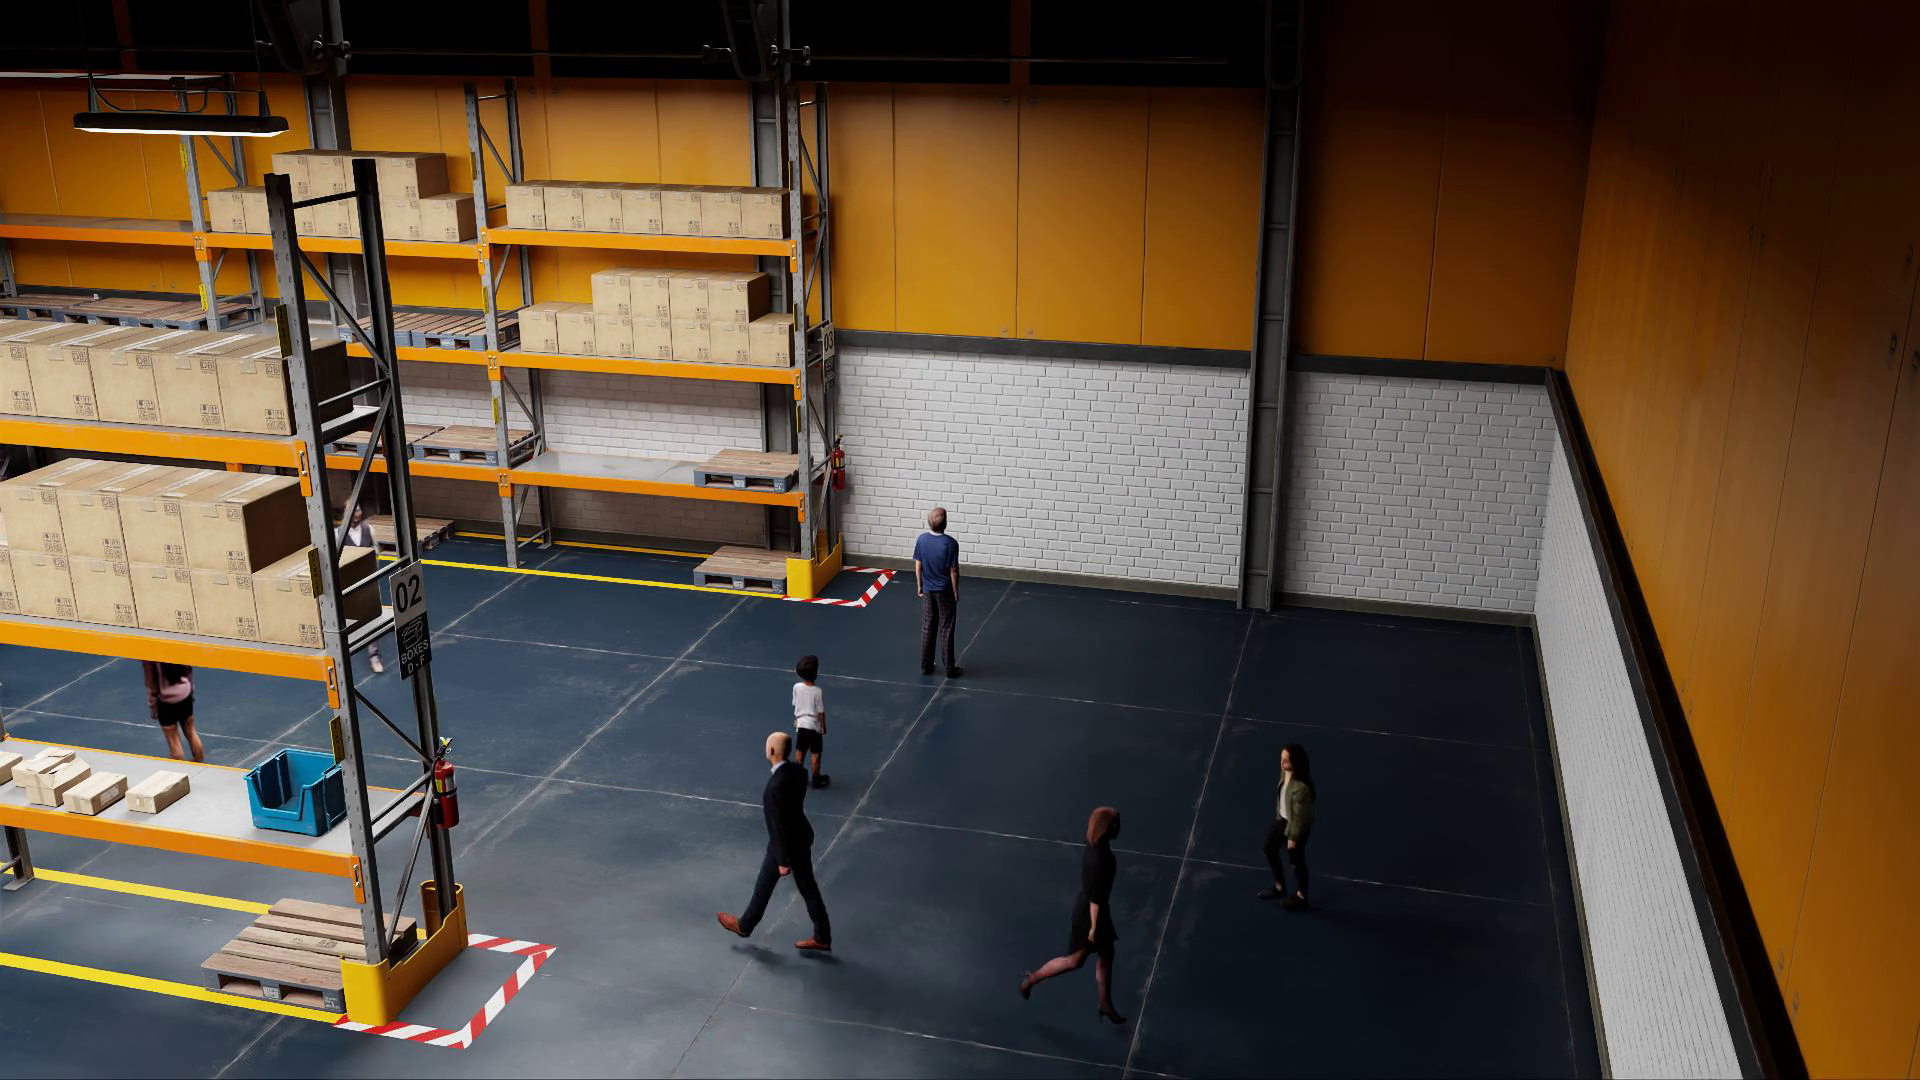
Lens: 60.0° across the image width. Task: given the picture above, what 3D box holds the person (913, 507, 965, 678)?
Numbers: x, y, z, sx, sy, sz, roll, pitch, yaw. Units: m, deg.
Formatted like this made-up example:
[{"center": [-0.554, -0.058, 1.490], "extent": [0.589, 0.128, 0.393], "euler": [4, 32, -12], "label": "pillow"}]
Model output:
[{"center": [-0.227, 0.546, 17.743], "extent": [0.540, 1.871, 0.755], "euler": [8, 20, 23], "label": "person"}]

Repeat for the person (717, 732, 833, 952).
[{"center": [-1.214, 2.338, 12.611], "extent": [1.179, 1.750, 0.770], "euler": [6, 19, 17], "label": "person"}]

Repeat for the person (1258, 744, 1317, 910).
[{"center": [2.721, 2.275, 13.252], "extent": [0.746, 1.460, 0.711], "euler": [-4, 19, -11], "label": "person"}]

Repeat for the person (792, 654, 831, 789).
[{"center": [-1.395, 1.673, 15.365], "extent": [0.468, 1.253, 0.590], "euler": [10, 21, 27], "label": "person"}]

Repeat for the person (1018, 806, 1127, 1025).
[{"center": [0.839, 2.669, 11.756], "extent": [1.052, 1.669, 0.714], "euler": [3, 19, 8], "label": "person"}]

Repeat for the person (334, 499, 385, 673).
[{"center": [-6.527, 0.445, 17.992], "extent": [1.095, 1.904, 1.205], "euler": [-14, 23, -35], "label": "person"}]
